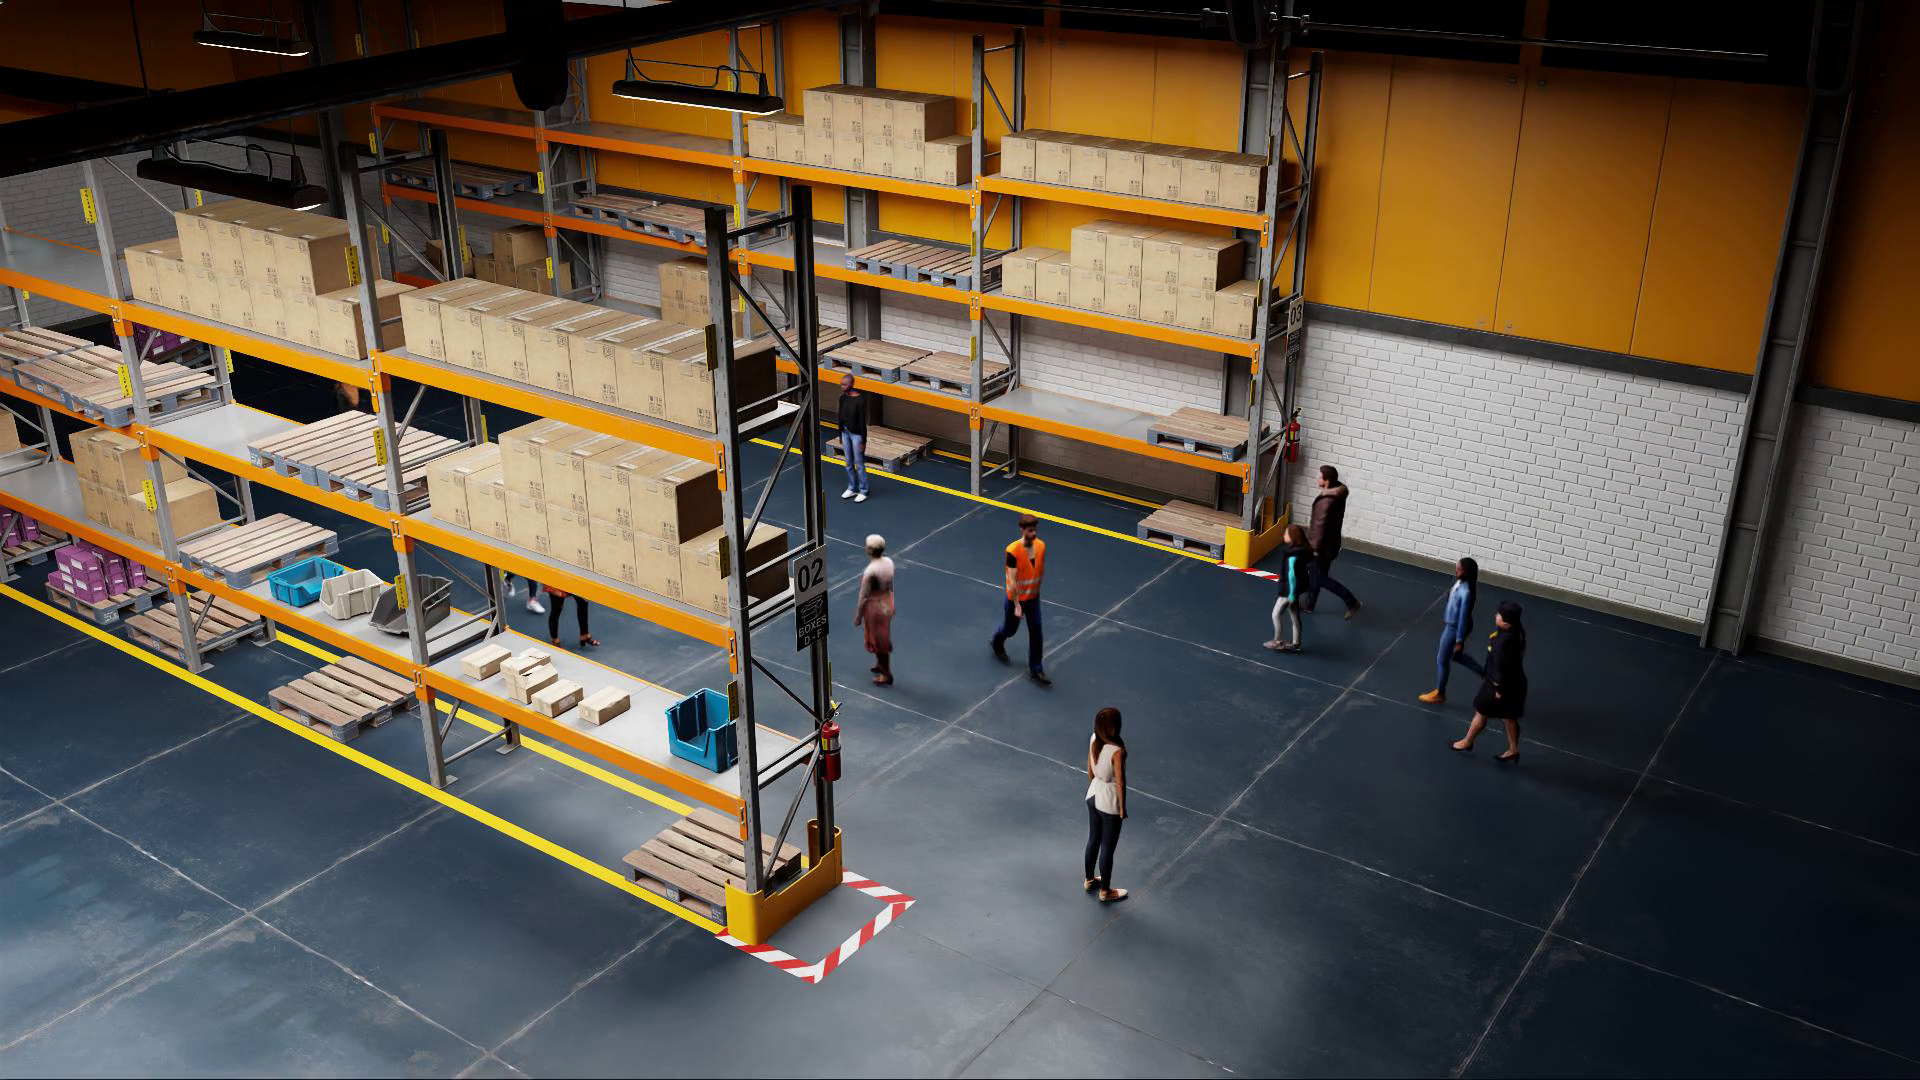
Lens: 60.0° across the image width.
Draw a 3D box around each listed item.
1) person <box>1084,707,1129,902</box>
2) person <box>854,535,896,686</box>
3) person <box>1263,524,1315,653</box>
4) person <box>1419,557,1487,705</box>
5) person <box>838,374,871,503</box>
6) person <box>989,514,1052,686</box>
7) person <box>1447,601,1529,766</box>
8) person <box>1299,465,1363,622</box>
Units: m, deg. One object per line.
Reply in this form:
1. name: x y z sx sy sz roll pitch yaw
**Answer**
1. person: 1.205 2.186 13.873 0.738 1.785 0.599 -14 27 -29
2. person: -0.778 0.755 17.276 0.684 1.680 0.636 12 26 25
3. person: 3.659 0.535 18.023 0.747 1.485 0.666 9 25 19
4. person: 5.123 0.956 16.809 1.077 1.686 0.793 8 25 18
5. person: -1.407 -1.379 22.082 0.457 1.741 0.651 15 28 30
6. person: 0.599 0.570 17.493 0.970 1.846 1.273 -13 27 -27
7. person: 5.265 1.404 15.836 0.906 1.645 0.718 18 30 36
8. person: 4.192 0.056 18.695 1.137 1.825 0.877 10 26 22
